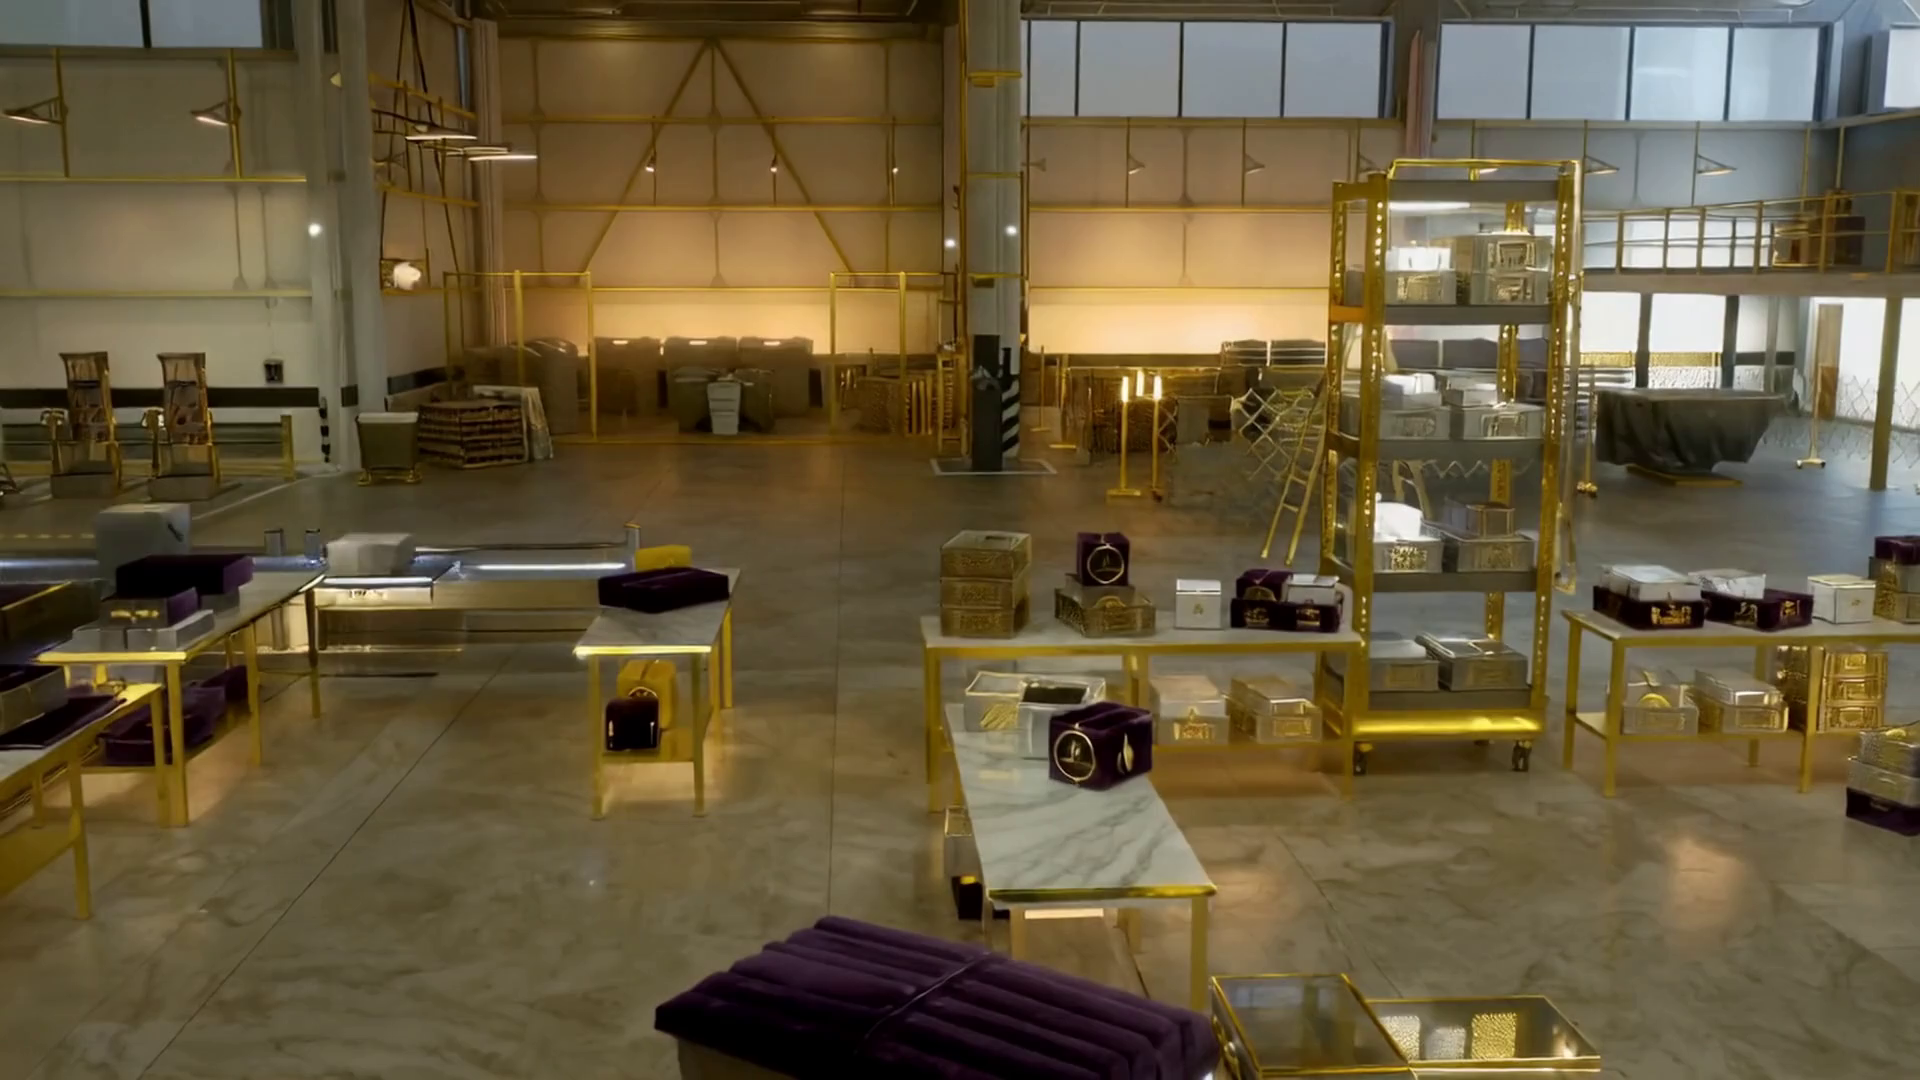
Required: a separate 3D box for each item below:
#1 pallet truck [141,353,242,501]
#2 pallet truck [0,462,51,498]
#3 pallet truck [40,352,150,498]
[{"bbox_3d":[-10.520,-1.604,22.925,0.823,1.965,1.885,-1,9,-6],"label":"pallet truck"},{"bbox_3d":[-13.193,-1.293,23.148,0.653,1.274,1.630,-1,9,-4],"label":"pallet truck"},{"bbox_3d":[-11.907,-1.642,23.165,0.823,1.965,1.885,0,9,0],"label":"pallet truck"}]
